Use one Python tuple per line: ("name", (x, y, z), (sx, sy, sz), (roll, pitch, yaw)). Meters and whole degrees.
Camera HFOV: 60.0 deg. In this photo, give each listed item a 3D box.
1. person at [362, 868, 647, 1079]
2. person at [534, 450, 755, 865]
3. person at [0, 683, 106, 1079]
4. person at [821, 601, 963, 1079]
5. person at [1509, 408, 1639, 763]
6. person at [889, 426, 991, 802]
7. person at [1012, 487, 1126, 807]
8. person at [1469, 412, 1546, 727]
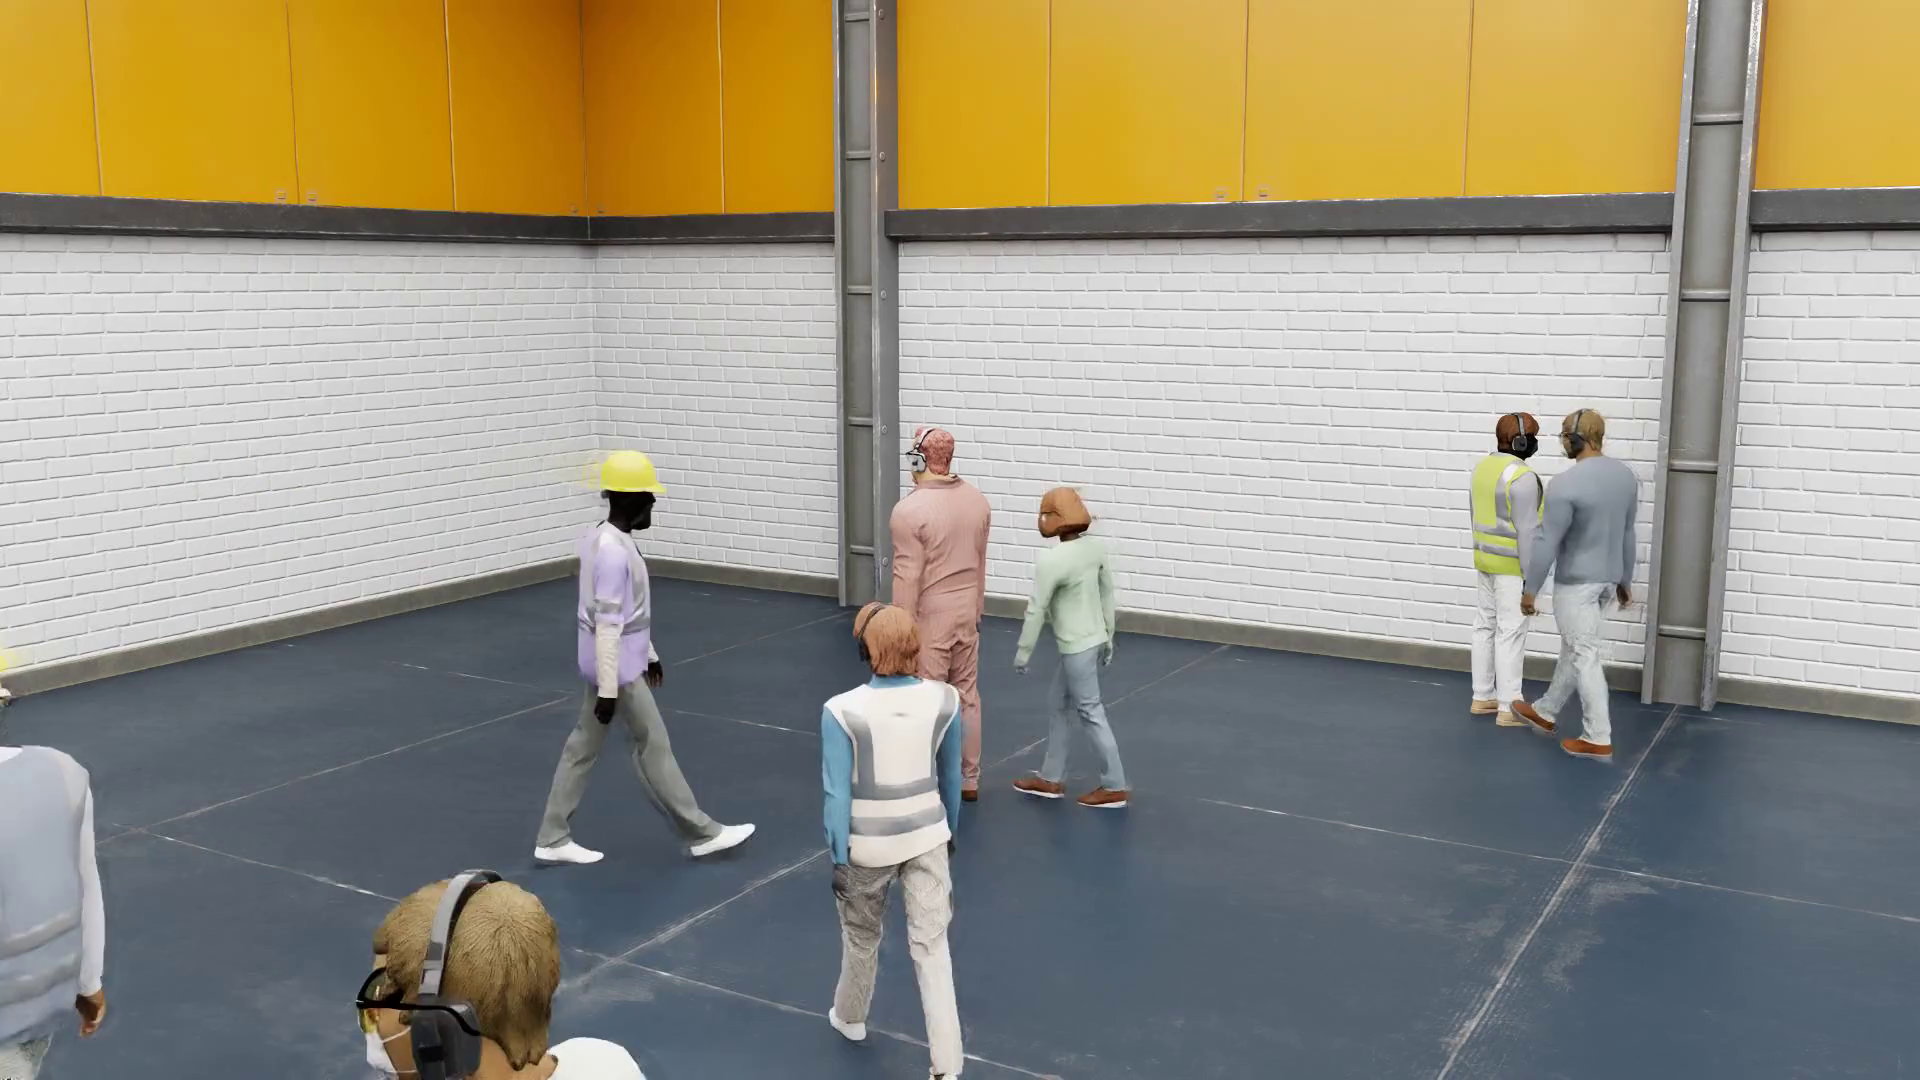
("person", (-0.551, 1.354, 2.162), (0.467, 1.924, 0.634), (2, 9, 13))
("person", (-1.456, 0.534, 7.396), (1.002, 1.871, 0.606), (-2, 9, -14))
("person", (-2.437, 1.113, 3.975), (0.732, 1.809, 0.620), (2, 9, 10))
("person", (-0.203, 0.992, 5.428), (0.524, 1.595, 0.877), (-4, 10, -23))
("person", (3.329, 0.228, 9.187), (0.658, 1.910, 0.819), (-6, 11, -33))
("person", (-0.135, 0.395, 8.170), (0.399, 1.909, 0.642), (8, 12, 40))
("person", (0.517, 0.534, 8.231), (0.673, 1.593, 0.493), (5, 10, 27))
("person", (3.245, 0.166, 9.807), (0.429, 1.844, 0.622), (-2, 9, -11))
